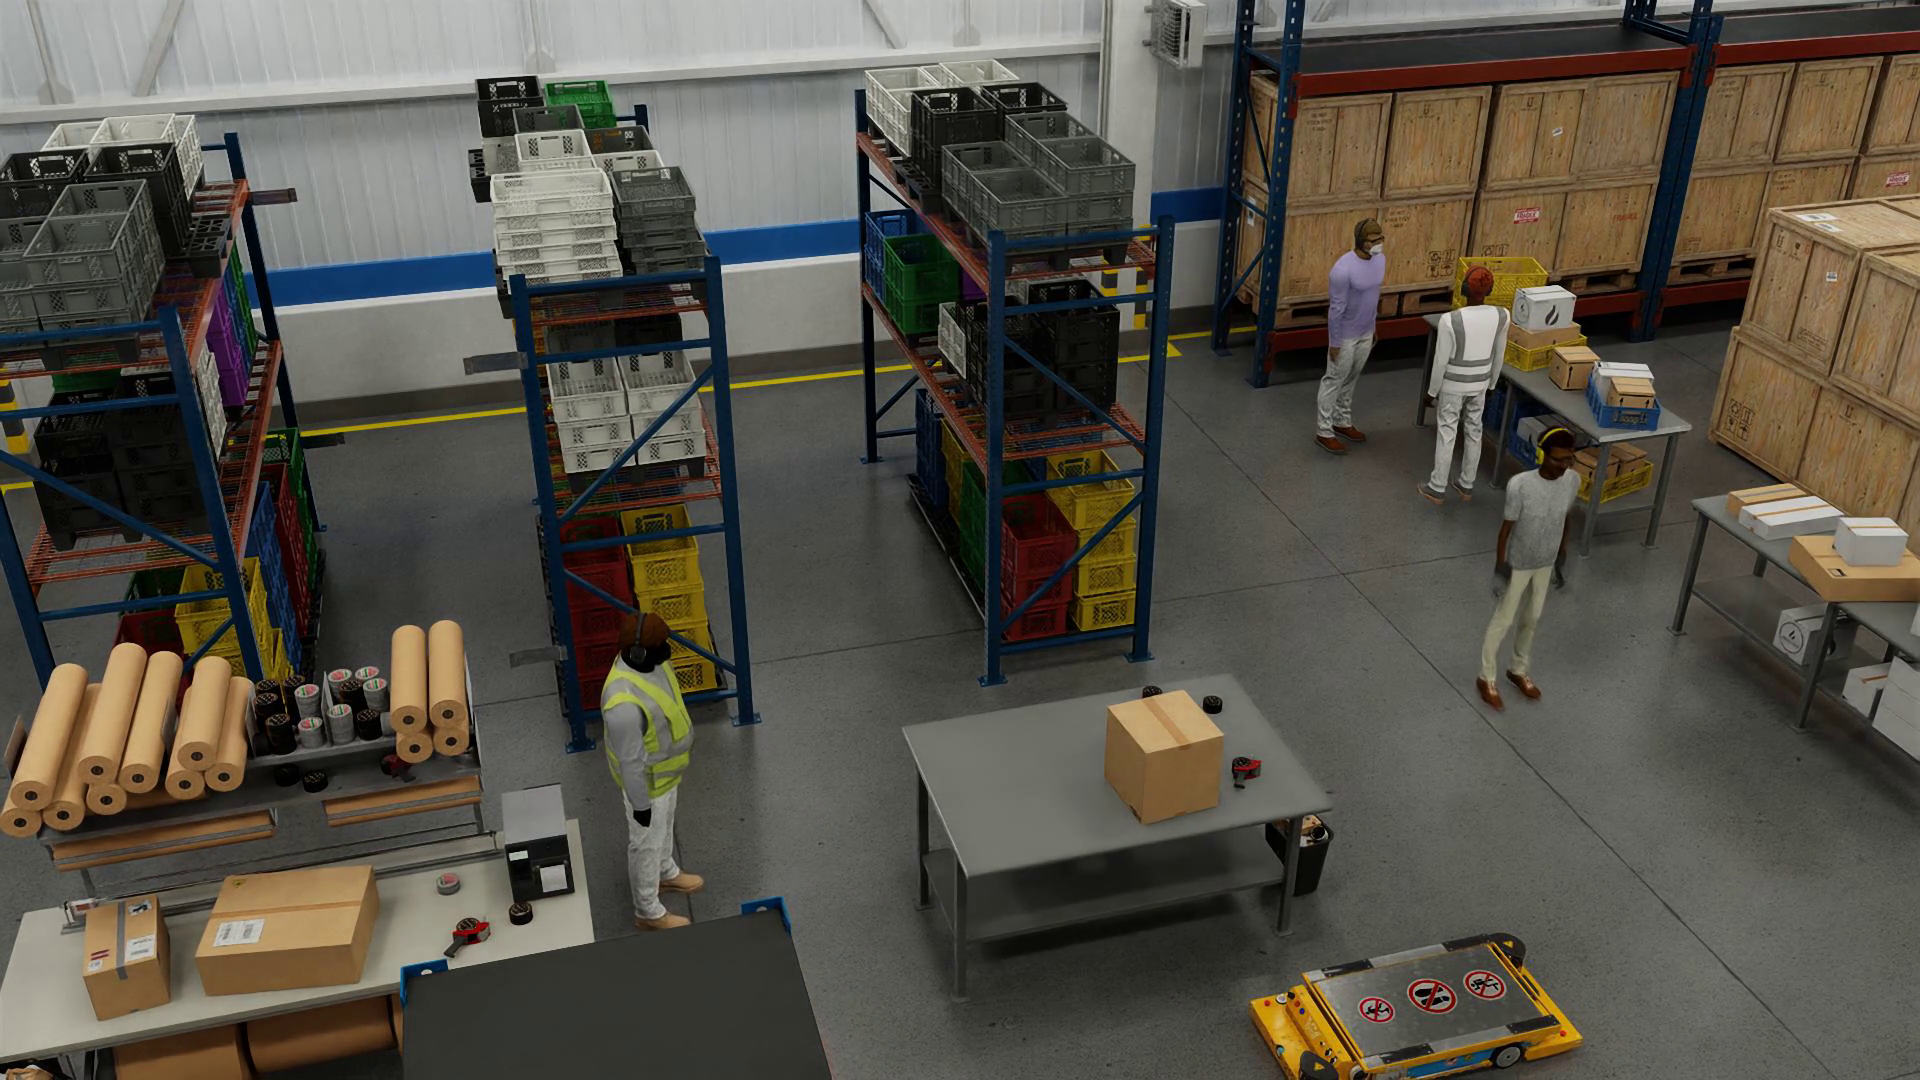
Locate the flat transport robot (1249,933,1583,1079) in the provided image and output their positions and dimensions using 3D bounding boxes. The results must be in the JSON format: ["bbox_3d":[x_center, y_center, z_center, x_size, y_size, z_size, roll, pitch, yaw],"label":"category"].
[{"bbox_3d":[2.184,2.282,7.980,1.431,0.197,0.652,-8,30,-14],"label":"flat transport robot"}]

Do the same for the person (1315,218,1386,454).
[{"bbox_3d":[3.177,-1.666,13.445,0.629,1.940,0.379,-24,37,-36],"label":"person"}]

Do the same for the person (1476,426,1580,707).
[{"bbox_3d":[3.504,0.156,10.206,0.528,1.866,0.315,-9,30,-16],"label":"person"}]

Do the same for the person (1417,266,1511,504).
[{"bbox_3d":[3.806,-1.167,12.596,0.573,1.883,0.356,-7,29,-12],"label":"person"}]

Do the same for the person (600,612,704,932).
[{"bbox_3d":[-1.549,1.164,8.407,0.429,1.835,0.629,1,29,3],"label":"person"}]
